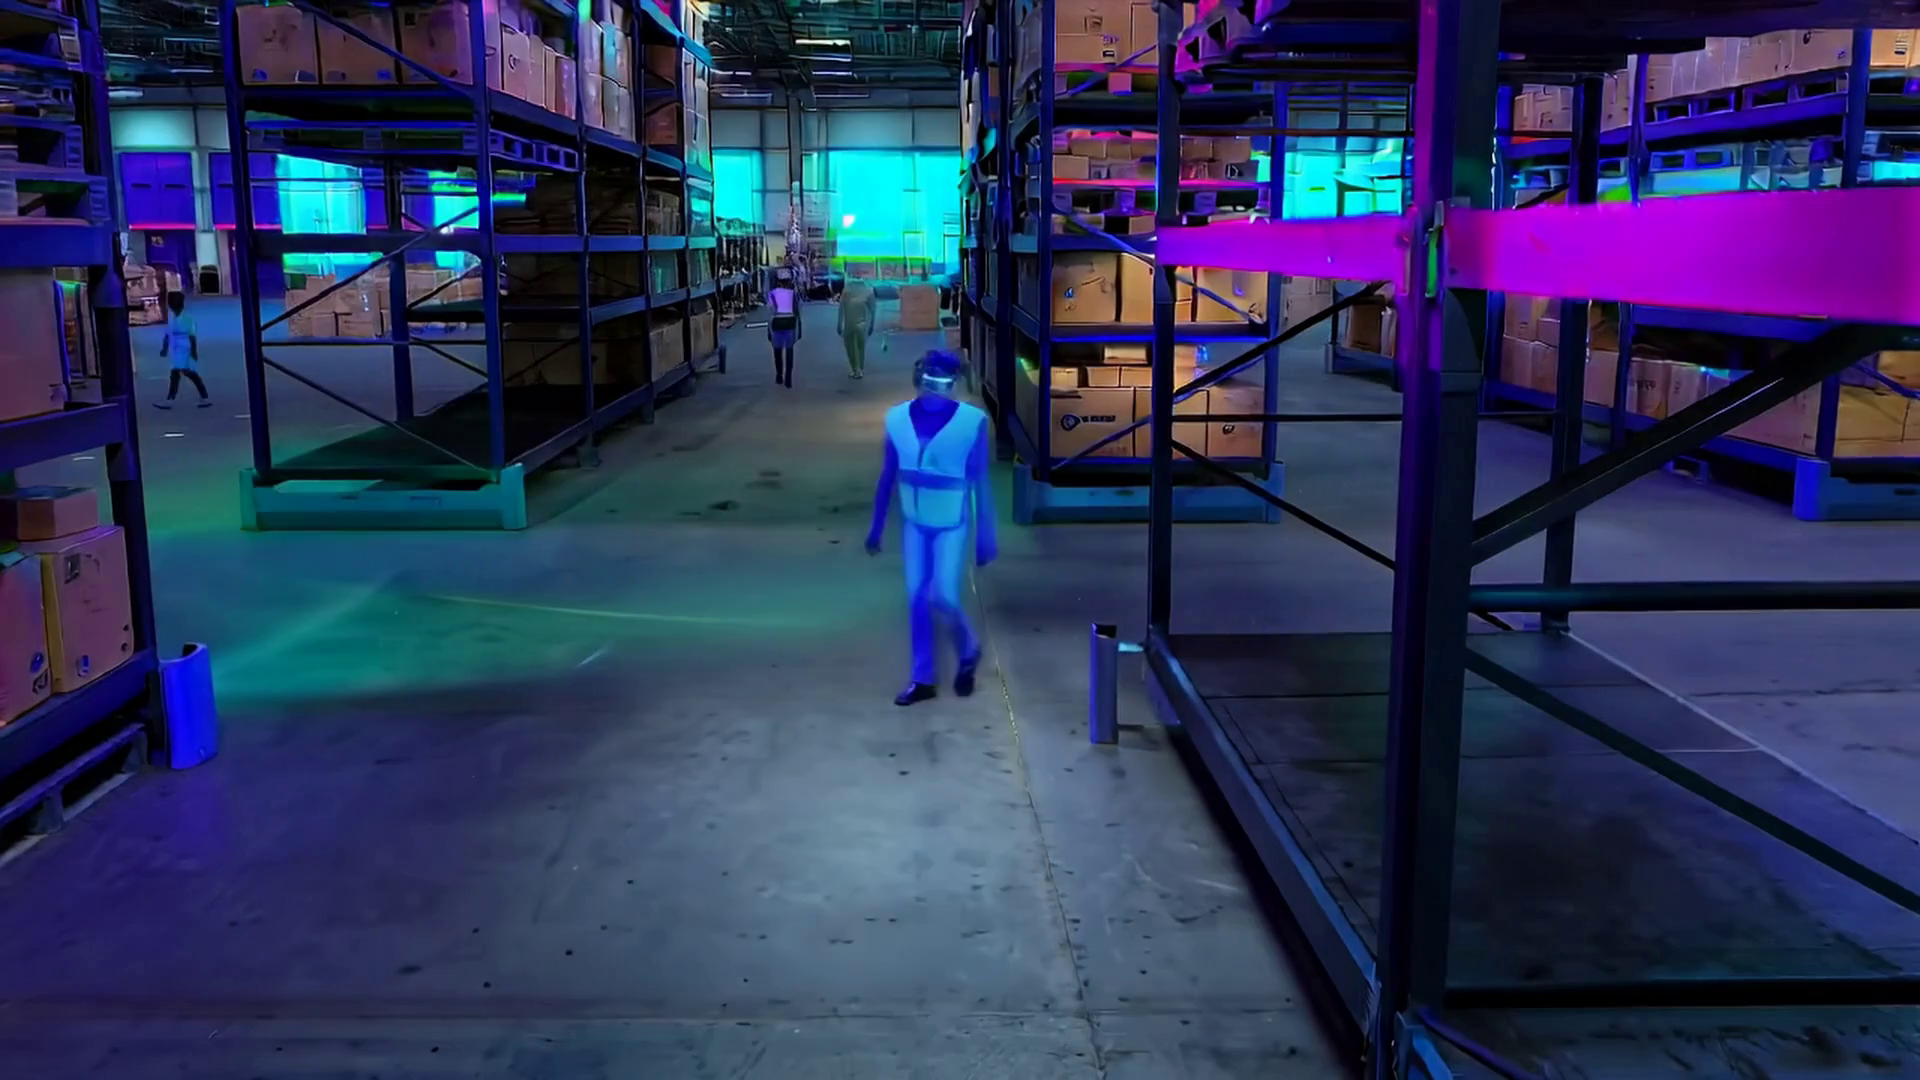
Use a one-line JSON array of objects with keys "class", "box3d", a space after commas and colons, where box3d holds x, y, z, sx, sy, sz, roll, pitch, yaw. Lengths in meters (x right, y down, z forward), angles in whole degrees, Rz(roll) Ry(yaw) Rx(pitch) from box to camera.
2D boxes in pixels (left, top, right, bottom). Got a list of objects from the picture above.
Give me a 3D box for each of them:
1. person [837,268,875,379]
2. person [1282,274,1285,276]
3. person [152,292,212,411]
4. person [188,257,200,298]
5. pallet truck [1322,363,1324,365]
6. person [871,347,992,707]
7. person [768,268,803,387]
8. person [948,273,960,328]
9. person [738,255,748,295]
[{"class": "person", "box3d": [-1.772, -3.703, 28.509, 0.666, 1.889, 0.483, 2, 10, 9]}, {"class": "person", "box3d": [11.314, -9.054, 58.281, 0.917, 1.892, 0.657, -8, 13, -38]}, {"class": "person", "box3d": [-10.919, -2.644, 23.276, 0.537, 1.649, 0.887, 9, 14, 43]}, {"class": "person", "box3d": [-32.121, -11.012, 69.804, 0.534, 1.685, 0.367, 1, 10, 8]}, {"class": "pallet truck", "box3d": [7.712, -4.157, 30.737, 1.885, 1.965, 0.823, 3, 11, 16]}, {"class": "person", "box3d": [-0.136, -0.059, 8.385, 0.600, 1.825, 0.431, 6, 12, 32]}, {"class": "person", "box3d": [-2.862, -3.474, 27.194, 0.577, 1.894, 0.928, -2, 10, -10]}, {"class": "person", "box3d": [-0.100, -4.690, 34.541, 0.322, 1.697, 0.535, 0, 10, -1]}, {"class": "person", "box3d": [-8.025, -9.612, 61.469, 0.428, 1.871, 0.600, -1, 10, -6]}]
